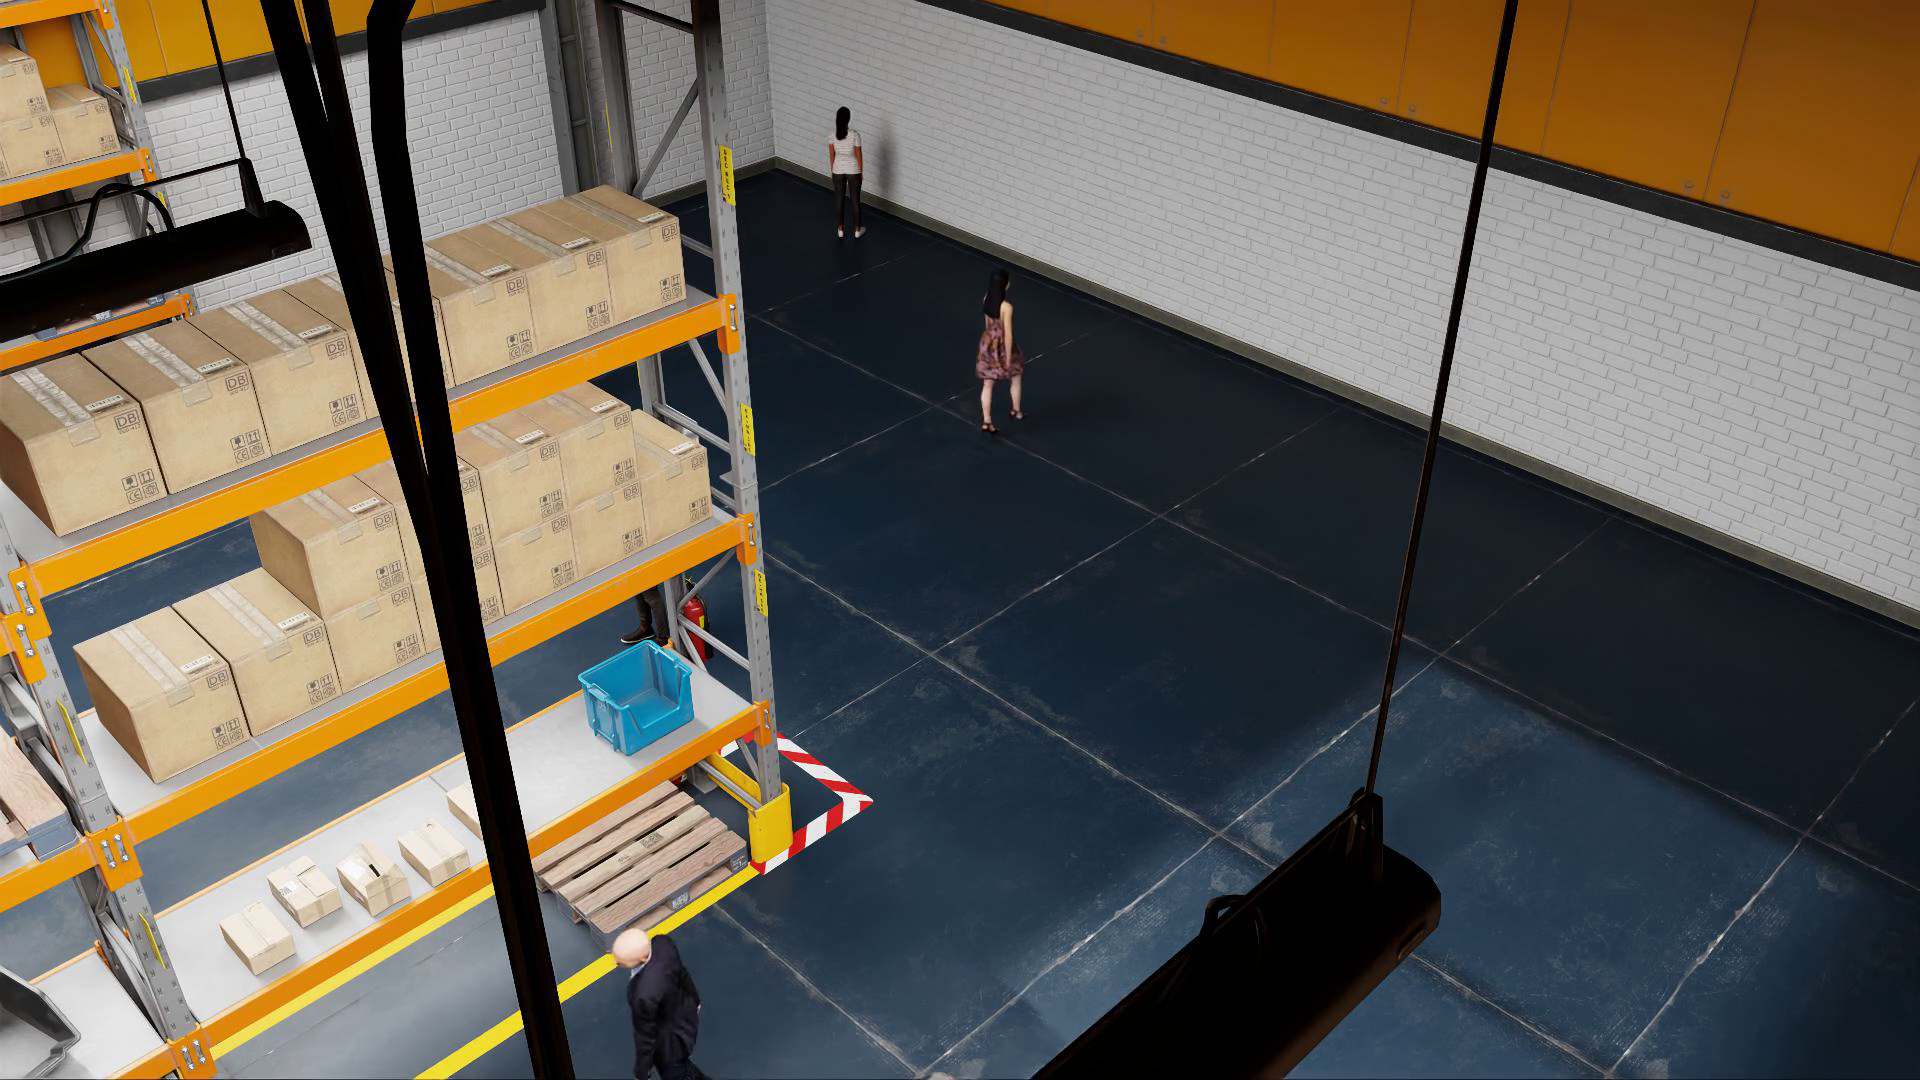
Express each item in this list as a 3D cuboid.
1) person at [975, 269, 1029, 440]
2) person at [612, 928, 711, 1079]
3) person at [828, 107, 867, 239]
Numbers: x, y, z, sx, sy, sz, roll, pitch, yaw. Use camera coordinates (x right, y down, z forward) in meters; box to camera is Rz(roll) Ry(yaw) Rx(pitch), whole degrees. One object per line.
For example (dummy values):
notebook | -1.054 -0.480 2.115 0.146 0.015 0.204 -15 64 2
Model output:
person | 0.314 -1.797 16.326 0.849 1.754 0.614 -28 43 -35
person | -1.599 2.781 9.434 0.888 1.759 0.825 8 34 11
person | -1.402 -4.552 20.568 0.656 1.646 0.692 5 34 8
